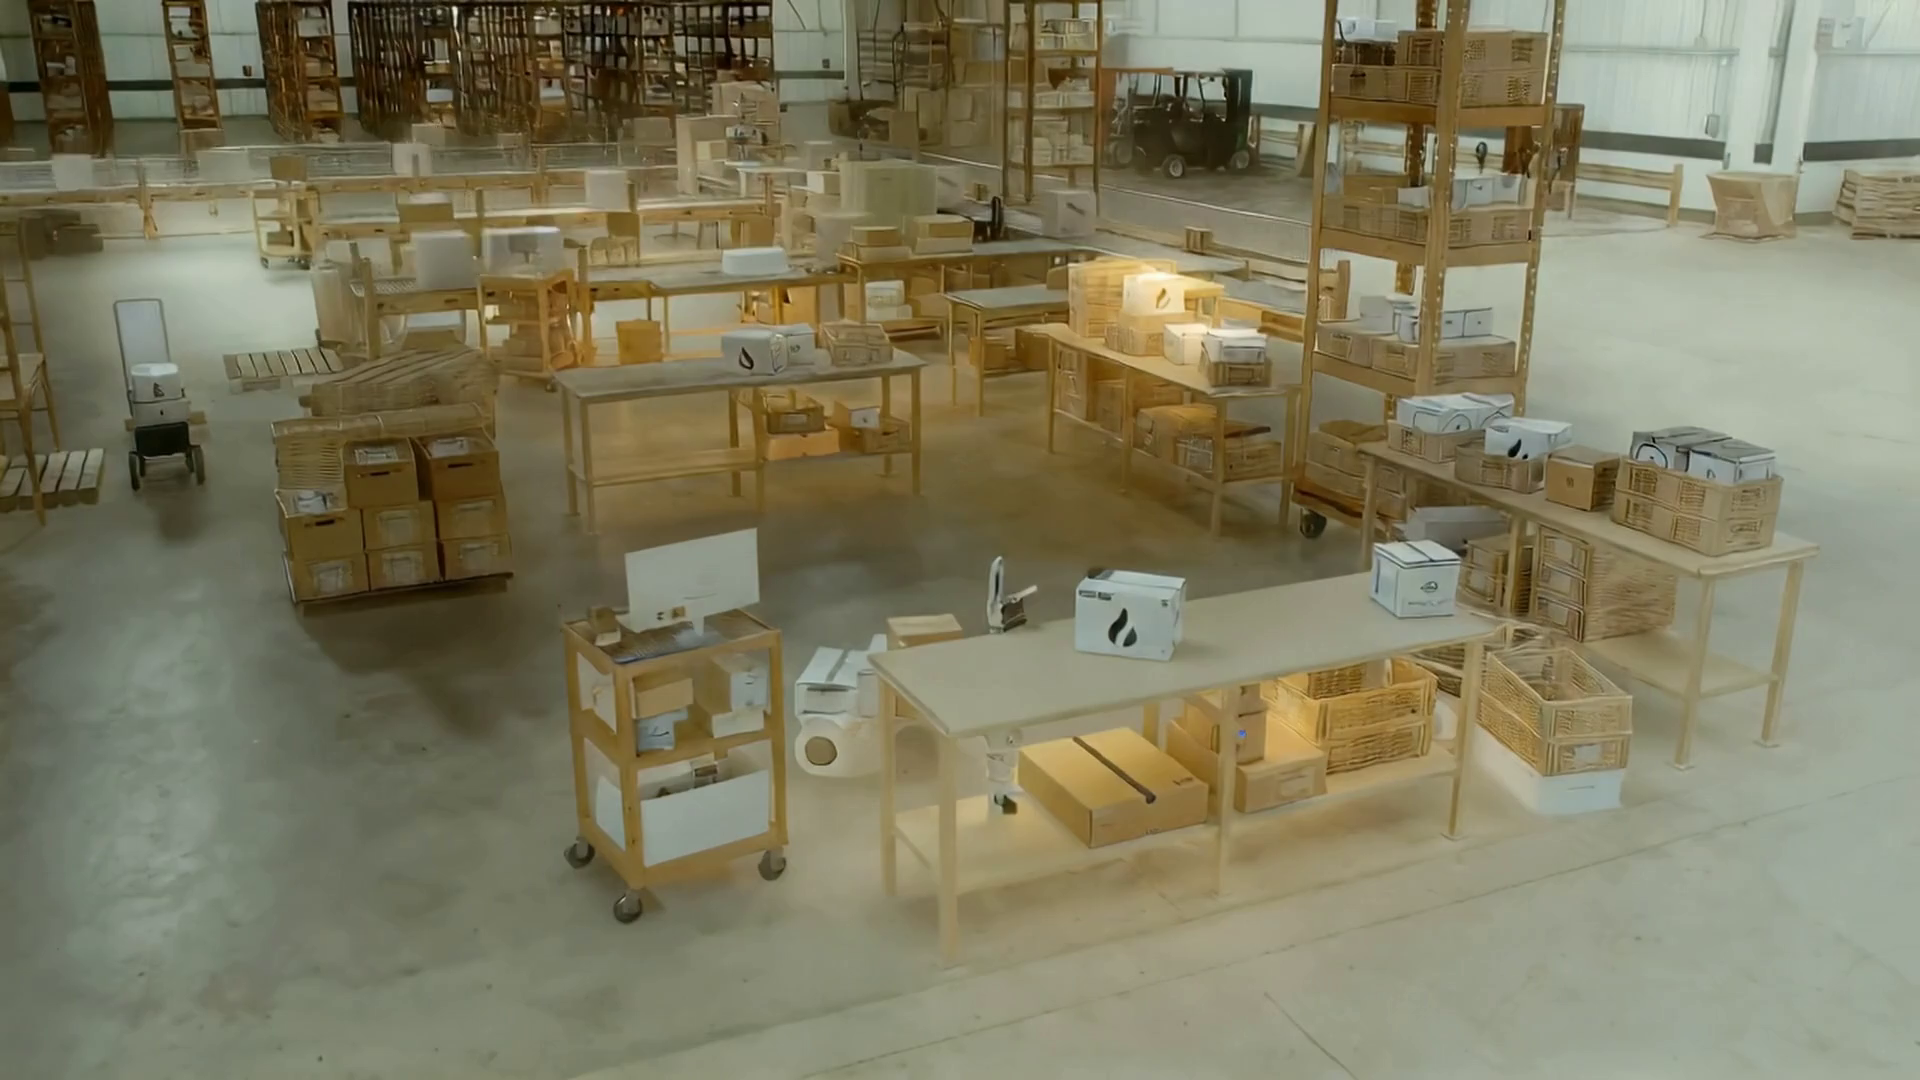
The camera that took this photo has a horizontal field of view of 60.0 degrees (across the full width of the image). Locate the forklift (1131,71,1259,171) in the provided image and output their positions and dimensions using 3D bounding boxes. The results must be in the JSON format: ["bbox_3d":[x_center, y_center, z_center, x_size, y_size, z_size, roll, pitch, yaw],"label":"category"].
[{"bbox_3d":[4.998,-8.936,35.413,2.680,1.987,1.157,-9,20,-25],"label":"forklift"}]

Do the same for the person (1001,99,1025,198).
[{"bbox_3d":[0.931,-6.173,27.182,0.619,2.026,0.606,6,19,19],"label":"person"}]

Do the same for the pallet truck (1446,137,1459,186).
[{"bbox_3d":[9.184,-6.485,29.328,1.630,1.274,0.653,-8,19,-23],"label":"pallet truck"}]

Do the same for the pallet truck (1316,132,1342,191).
[{"bbox_3d":[7.723,-7.504,32.656,1.601,1.201,0.680,-8,19,-23],"label":"pallet truck"}]

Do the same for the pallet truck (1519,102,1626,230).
[{"bbox_3d":[9.972,-6.037,26.785,1.885,1.965,0.823,-9,20,-25],"label":"pallet truck"}]

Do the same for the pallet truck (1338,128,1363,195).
[{"bbox_3d":[7.845,-7.140,31.411,1.522,1.261,0.704,-9,20,-25],"label":"pallet truck"}]

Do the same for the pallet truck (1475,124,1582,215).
[{"bbox_3d":[9.707,-6.455,28.103,1.885,1.965,0.823,-7,19,-20],"label":"pallet truck"}]

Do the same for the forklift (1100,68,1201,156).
[{"bbox_3d":[4.082,-9.564,37.410,2.680,1.987,1.157,-8,19,-23],"label":"forklift"}]
